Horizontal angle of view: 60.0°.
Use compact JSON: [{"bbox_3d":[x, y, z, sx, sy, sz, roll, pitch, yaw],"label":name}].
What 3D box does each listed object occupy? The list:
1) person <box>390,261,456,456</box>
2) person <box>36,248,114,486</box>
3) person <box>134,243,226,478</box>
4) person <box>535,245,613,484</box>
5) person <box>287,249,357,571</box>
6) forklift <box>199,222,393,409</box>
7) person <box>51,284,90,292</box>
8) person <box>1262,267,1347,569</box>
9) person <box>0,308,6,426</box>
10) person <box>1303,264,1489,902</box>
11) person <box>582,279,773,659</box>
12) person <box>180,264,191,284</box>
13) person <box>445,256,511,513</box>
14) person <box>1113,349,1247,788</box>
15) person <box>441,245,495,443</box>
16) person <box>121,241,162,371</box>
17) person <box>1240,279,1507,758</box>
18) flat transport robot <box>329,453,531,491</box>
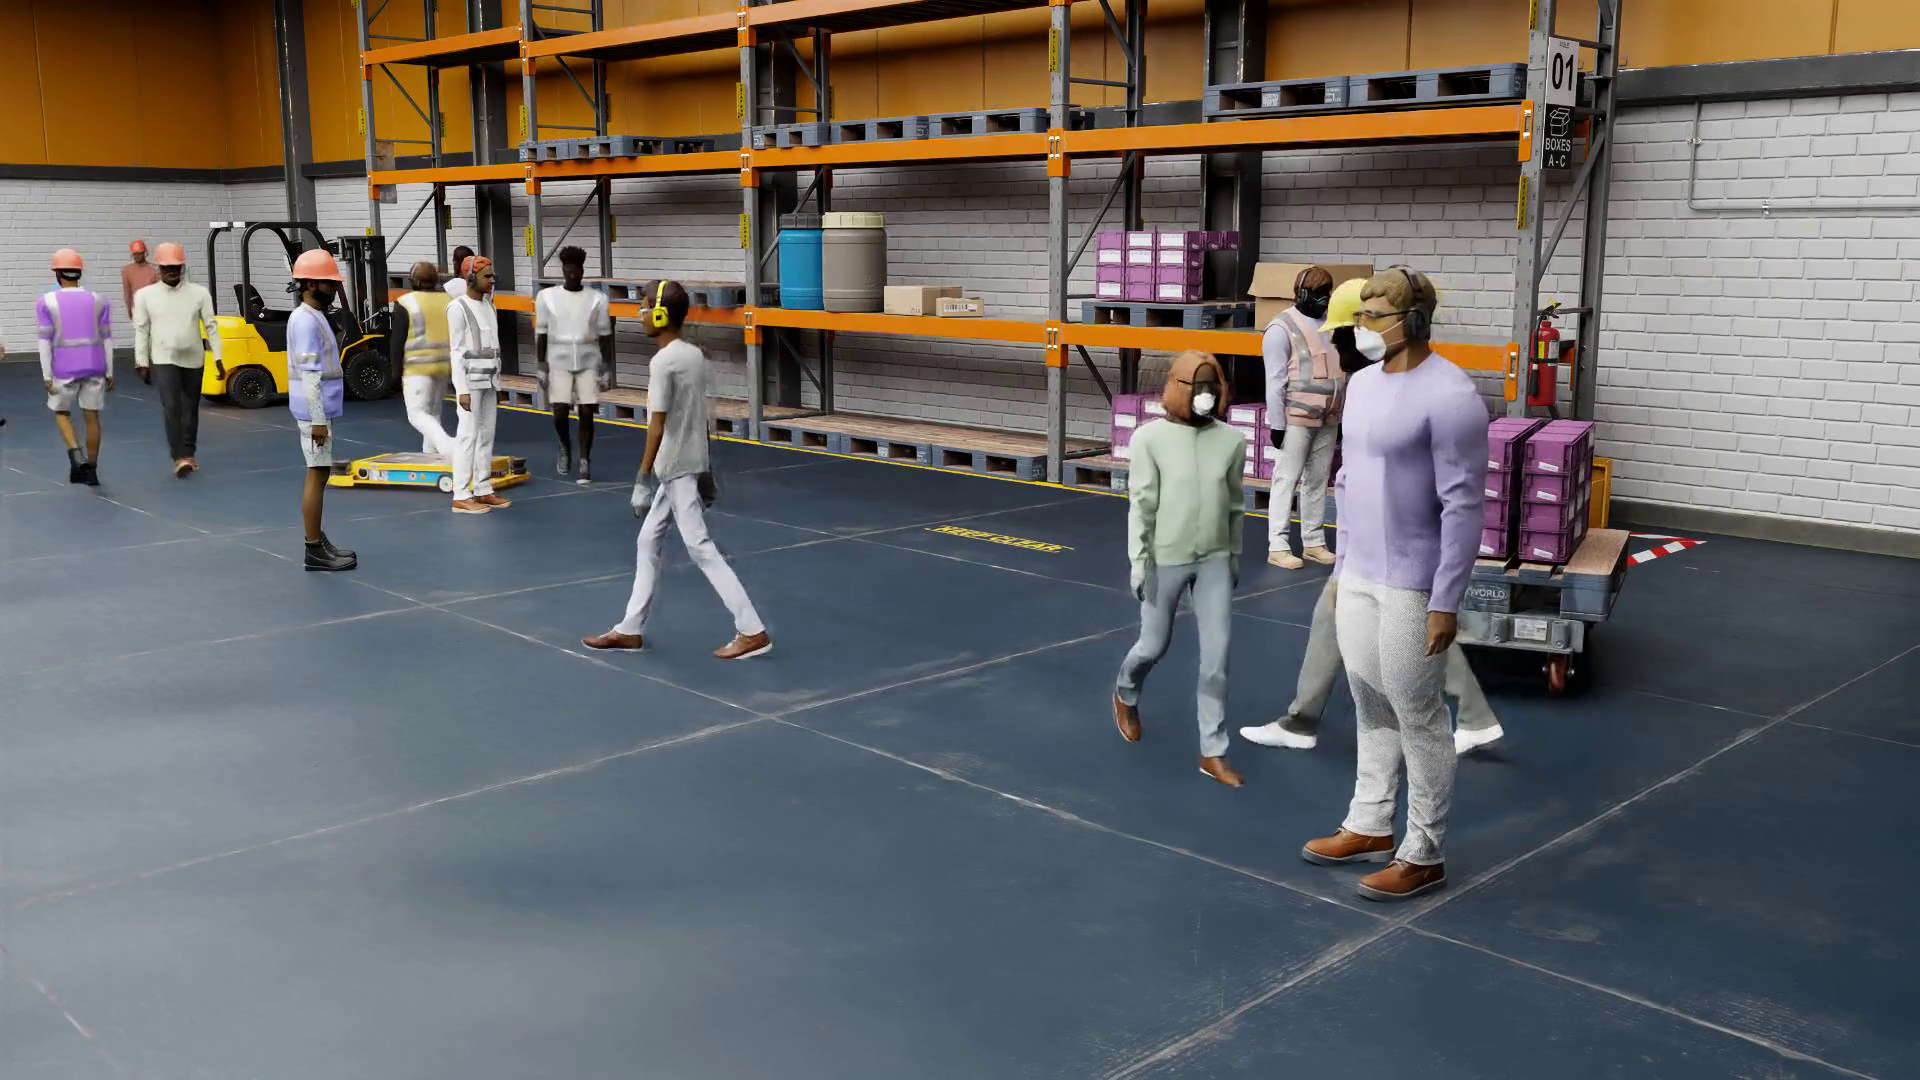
[{"bbox_3d":[-4.389,-1.405,13.824,0.787,1.815,0.627,7,13,35],"label":"person"},{"bbox_3d":[-7.081,-1.375,13.357,0.551,1.921,0.452,-8,13,-39],"label":"person"},{"bbox_3d":[-6.535,-1.504,13.977,0.634,1.941,1.002,-7,12,-33],"label":"person"},{"bbox_3d":[-3.136,-1.426,13.570,0.623,1.941,0.430,-3,11,-15],"label":"person"},{"bbox_3d":[-3.866,-0.783,10.098,0.374,1.935,0.552,-3,11,-18],"label":"person"},{"bbox_3d":[-8.169,-2.758,20.163,2.313,2.155,1.214,-10,14,-44],"label":"forklift"},{"bbox_3d":[-12.041,-2.942,22.636,0.551,1.644,0.861,-1,10,-3],"label":"person"},{"bbox_3d":[2.124,-0.740,10.161,0.619,1.836,0.430,-7,13,-35],"label":"person"},{"bbox_3d":[-10.245,-2.068,17.242,0.991,1.873,0.575,7,12,33],"label":"person"},{"bbox_3d":[1.338,0.132,5.104,0.355,1.936,0.635,-4,11,-19],"label":"person"},{"bbox_3d":[-1.340,-0.321,7.911,0.969,1.827,0.538,1,10,7],"label":"person"},{"bbox_3d":[-12.534,-3.763,26.492,0.577,1.882,0.349,-8,13,-36],"label":"person"},{"bbox_3d":[-3.536,-1.132,12.187,0.340,1.876,0.574,3,11,14],"label":"person"},{"bbox_3d":[0.840,0.070,6.346,0.506,1.606,0.764,-3,11,-16],"label":"person"},{"bbox_3d":[-4.783,-1.902,16.241,0.391,1.922,0.593,7,12,32],"label":"person"},{"bbox_3d":[-12.257,-3.524,25.053,0.615,1.947,1.018,-3,11,-17],"label":"person"},{"bbox_3d":[1.654,-0.064,6.393,1.002,1.872,0.591,3,11,18],"label":"person"},{"bbox_3d":[-4.273,-0.560,13.428,1.431,0.197,0.652,2,11,13],"label":"flat transport robot"}]
